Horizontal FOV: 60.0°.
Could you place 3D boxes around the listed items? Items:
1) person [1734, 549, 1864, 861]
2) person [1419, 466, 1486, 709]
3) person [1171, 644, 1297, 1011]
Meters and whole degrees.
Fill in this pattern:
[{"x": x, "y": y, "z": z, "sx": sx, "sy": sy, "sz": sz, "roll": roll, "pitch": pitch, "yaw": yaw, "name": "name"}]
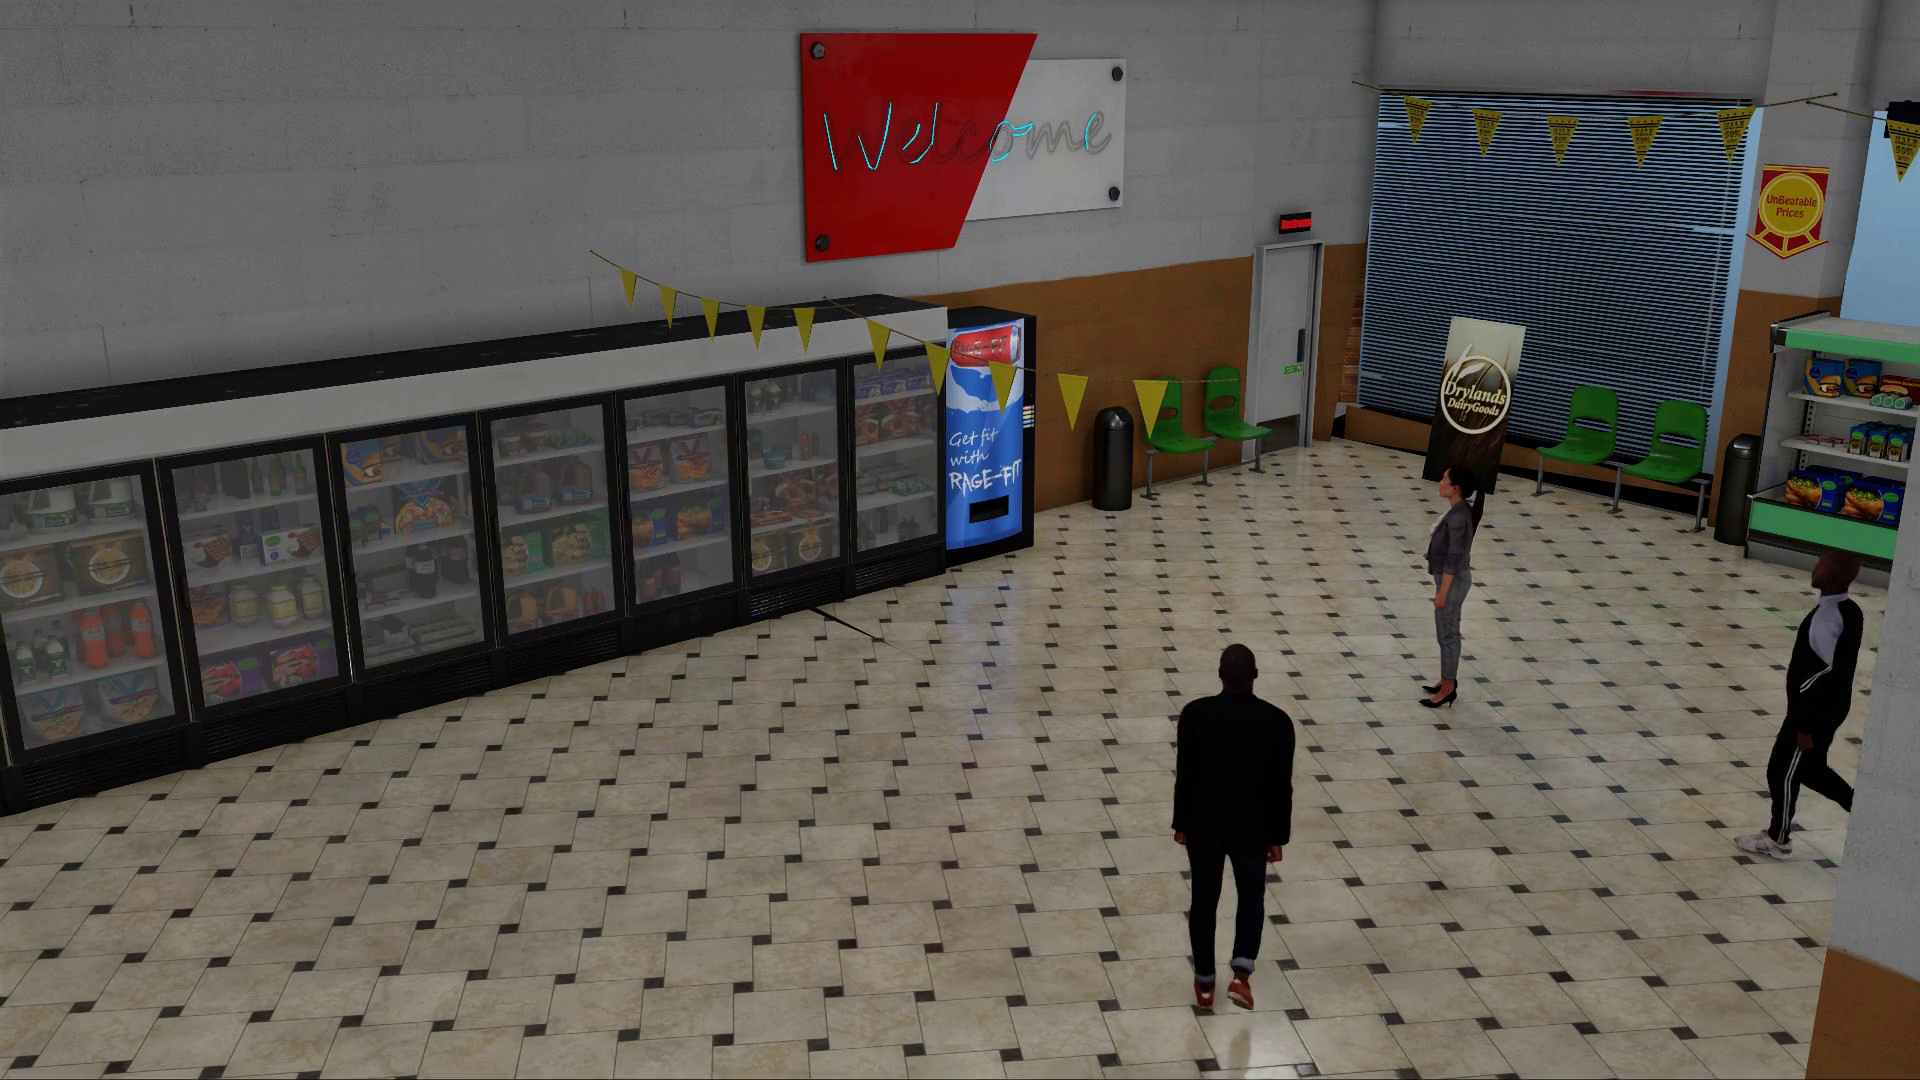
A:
[{"x": 4.719, "y": 0.947, "z": 8.988, "sx": 0.703, "sy": 1.805, "sz": 1.003, "roll": -16, "pitch": 23, "yaw": -42, "name": "person"}, {"x": 3.335, "y": 0.313, "z": 11.294, "sx": 0.742, "sy": 1.678, "sz": 0.723, "roll": 7, "pitch": 18, "yaw": 21, "name": "person"}, {"x": 1.218, "y": 1.370, "z": 7.594, "sx": 0.911, "sy": 1.805, "sz": 0.970, "roll": 3, "pitch": 17, "yaw": 9, "name": "person"}]
